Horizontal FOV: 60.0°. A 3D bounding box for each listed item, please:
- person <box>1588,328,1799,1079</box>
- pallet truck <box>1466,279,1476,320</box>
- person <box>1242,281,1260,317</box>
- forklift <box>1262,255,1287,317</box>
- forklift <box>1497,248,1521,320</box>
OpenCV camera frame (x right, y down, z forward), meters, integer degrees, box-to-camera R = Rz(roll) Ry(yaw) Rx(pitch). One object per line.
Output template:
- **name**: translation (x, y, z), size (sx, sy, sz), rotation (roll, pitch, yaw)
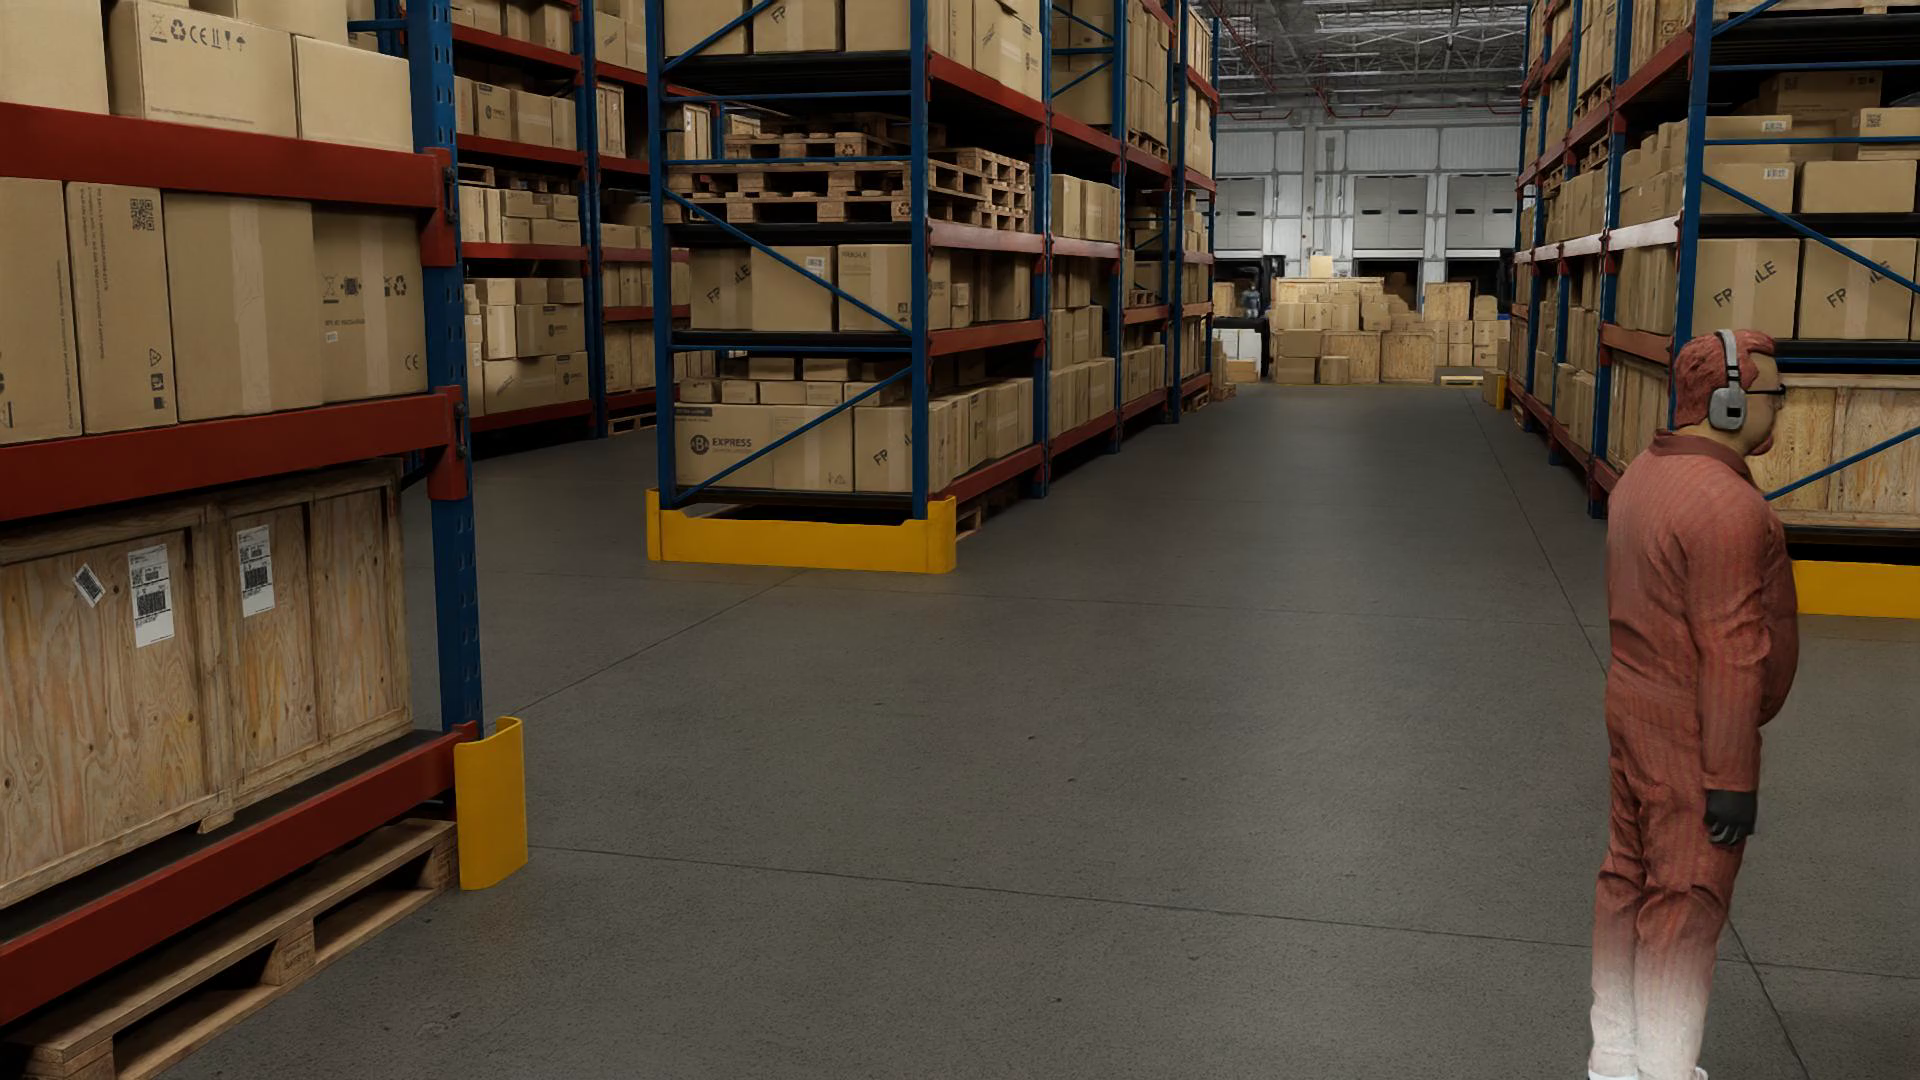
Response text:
- **person**: translation (1.731, 0.465, 3.903), size (0.399, 1.909, 0.642), rotation (1, 9, 3)
- **pallet truck**: translation (18.896, -8.459, 60.307), size (1.885, 1.965, 0.823), rotation (5, 10, 31)
- **person**: translation (9.717, -7.642, 55.389), size (0.630, 1.922, 0.590), rotation (-2, 9, -11)
- **forklift**: translation (10.799, -8.409, 57.195), size (1.129, 2.768, 1.873), rotation (-9, 12, -44)
- **forklift**: translation (14.837, -6.388, 44.357), size (1.129, 2.768, 1.873), rotation (5, 10, 30)
